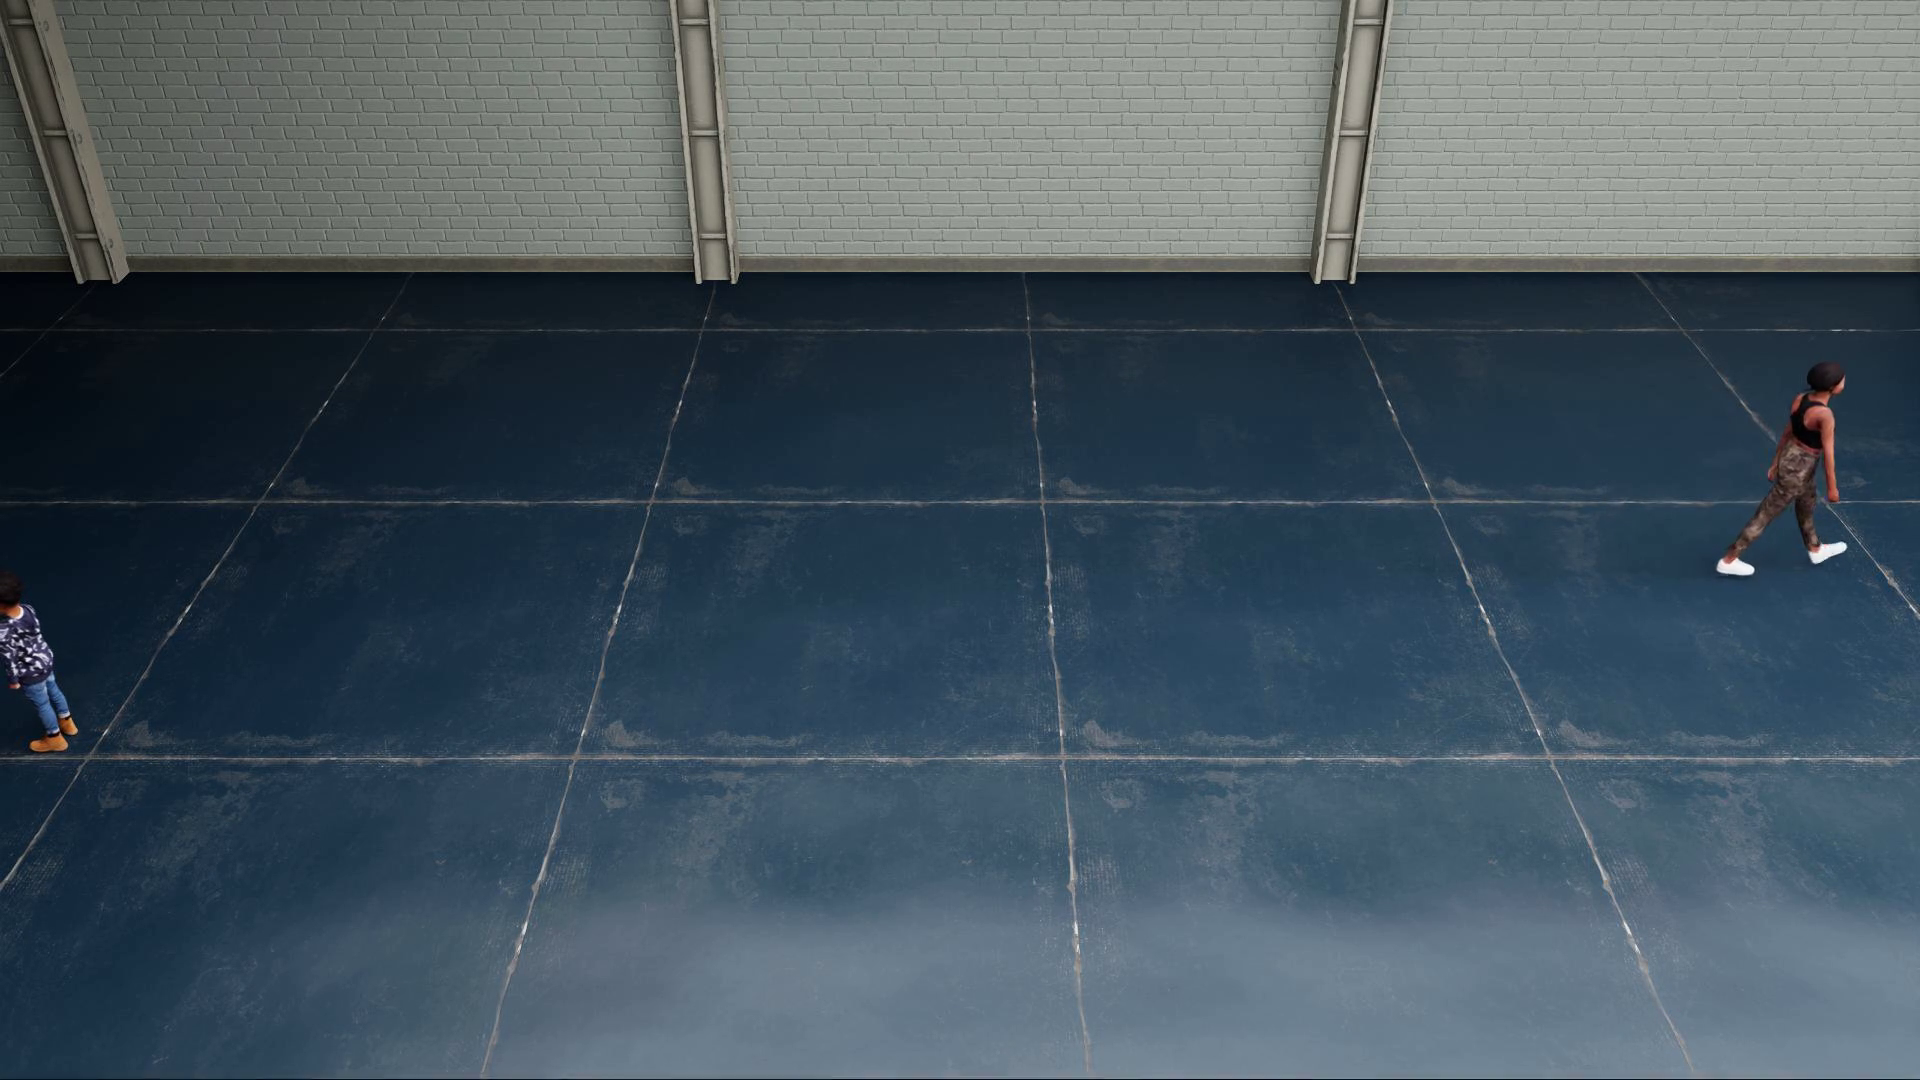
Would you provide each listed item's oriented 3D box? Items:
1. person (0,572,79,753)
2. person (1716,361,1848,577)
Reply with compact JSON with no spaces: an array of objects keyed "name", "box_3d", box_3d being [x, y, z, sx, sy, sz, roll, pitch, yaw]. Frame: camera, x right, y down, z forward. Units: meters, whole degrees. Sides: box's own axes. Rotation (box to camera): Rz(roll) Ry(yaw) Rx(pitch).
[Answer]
[{"name":"person","box_3d":[-5.612,0.723,10.025,0.497,1.255,0.499,2,33,3]},{"name":"person","box_3d":[5.654,-0.433,11.440,1.141,1.650,0.586,1,33,1]}]
